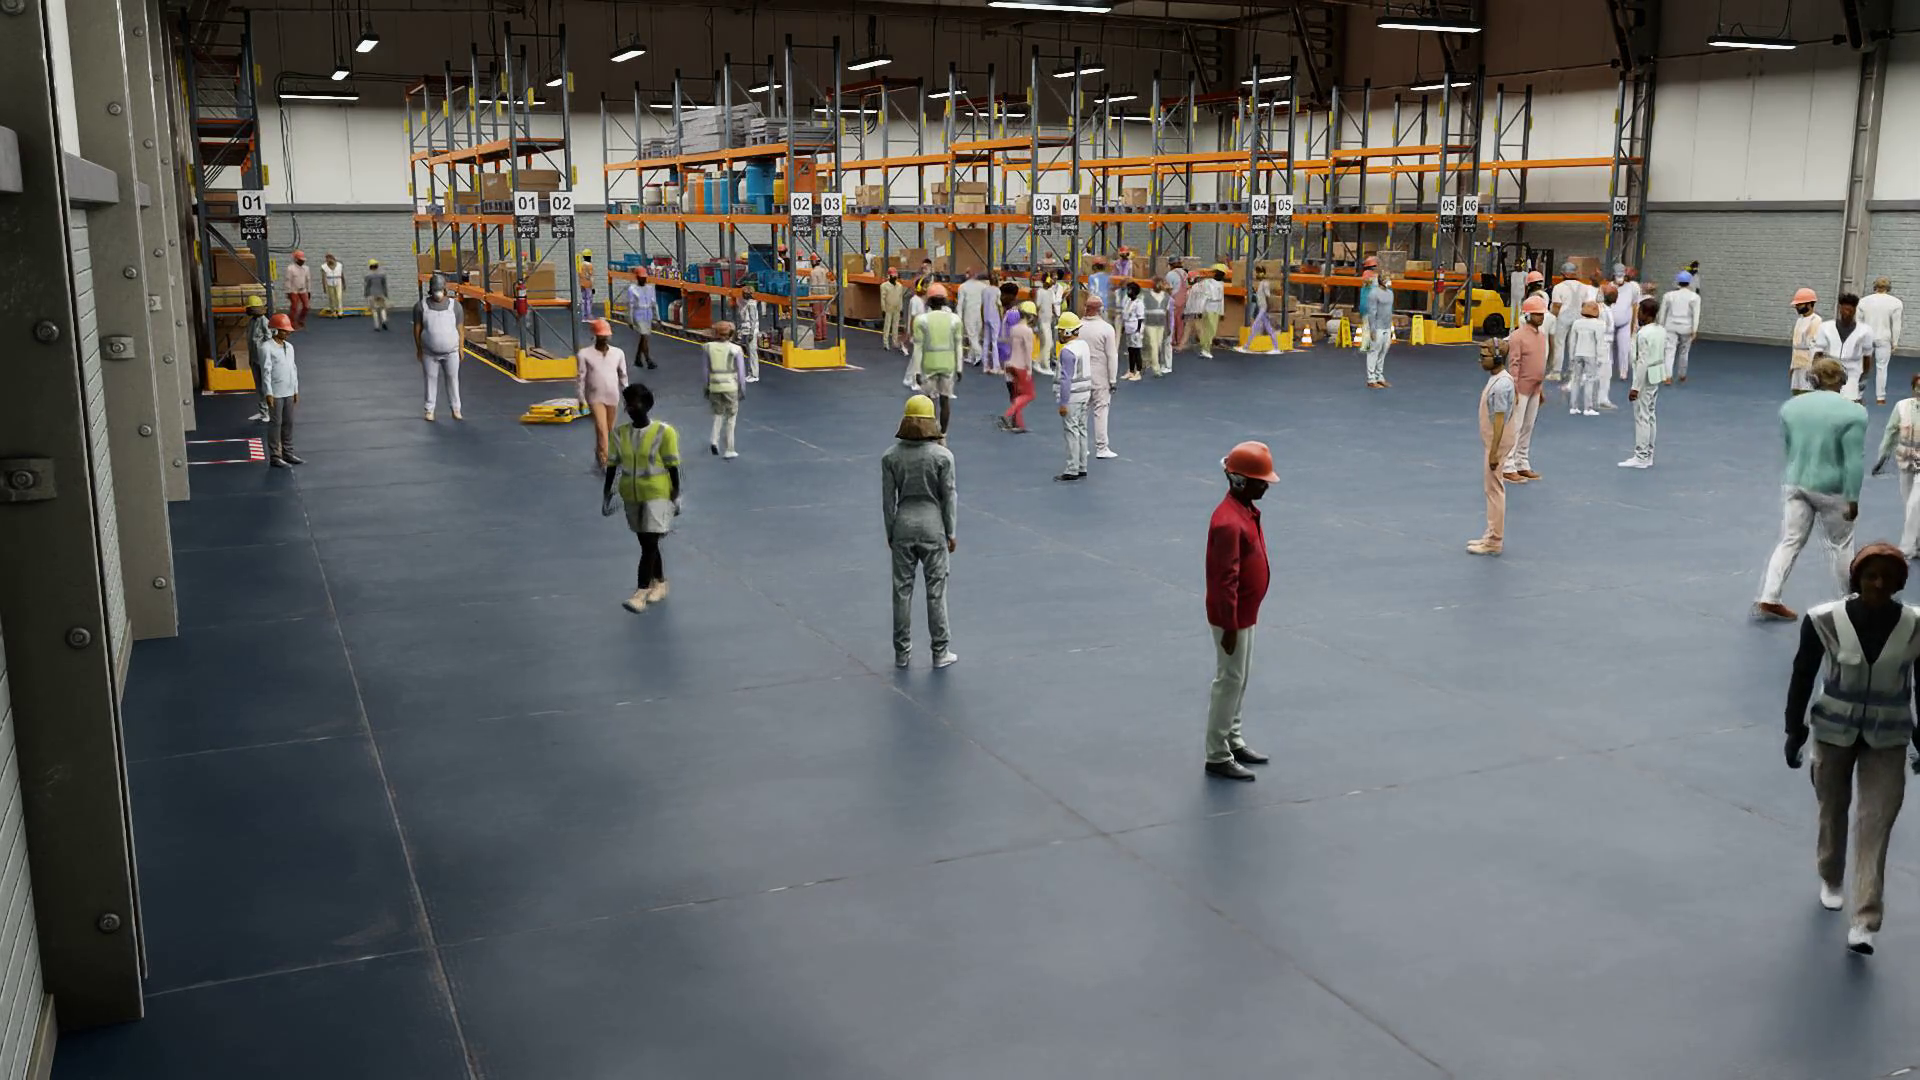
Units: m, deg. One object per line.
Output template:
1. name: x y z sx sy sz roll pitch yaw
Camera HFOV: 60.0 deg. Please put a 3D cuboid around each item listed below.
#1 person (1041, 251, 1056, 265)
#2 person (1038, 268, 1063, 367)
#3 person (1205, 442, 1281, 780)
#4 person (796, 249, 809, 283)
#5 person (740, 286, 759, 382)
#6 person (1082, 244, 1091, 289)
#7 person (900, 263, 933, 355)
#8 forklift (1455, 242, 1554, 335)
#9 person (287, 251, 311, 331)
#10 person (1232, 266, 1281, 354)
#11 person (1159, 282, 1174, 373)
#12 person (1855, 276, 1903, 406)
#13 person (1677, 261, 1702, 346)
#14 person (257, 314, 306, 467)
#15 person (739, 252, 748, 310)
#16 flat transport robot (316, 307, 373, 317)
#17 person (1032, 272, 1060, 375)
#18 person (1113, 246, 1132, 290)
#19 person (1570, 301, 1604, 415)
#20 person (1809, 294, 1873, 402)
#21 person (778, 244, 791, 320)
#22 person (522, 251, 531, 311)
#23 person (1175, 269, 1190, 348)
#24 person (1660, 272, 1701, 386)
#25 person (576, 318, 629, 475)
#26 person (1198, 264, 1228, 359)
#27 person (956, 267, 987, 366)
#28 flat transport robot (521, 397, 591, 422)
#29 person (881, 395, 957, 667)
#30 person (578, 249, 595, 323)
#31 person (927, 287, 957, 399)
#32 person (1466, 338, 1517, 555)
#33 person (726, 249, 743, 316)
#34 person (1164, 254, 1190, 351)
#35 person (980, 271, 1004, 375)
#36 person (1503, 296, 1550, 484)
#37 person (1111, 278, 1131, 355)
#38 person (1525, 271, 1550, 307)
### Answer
1. person: 2.908 -8.627 54.402 0.523 1.638 0.310 1 11 6
2. person: 1.696 -4.177 31.258 0.571 1.843 0.373 -8 14 -36
3. person: 1.437 0.357 8.495 0.353 1.737 0.575 4 12 18
4. person: -5.019 -8.275 52.352 0.578 1.738 0.354 -3 11 -14
5. person: -3.591 -3.522 28.454 0.306 1.639 0.523 -3 12 -15
6. person: 4.168 -8.714 54.255 0.357 1.879 0.567 7 13 31
7. person: -0.775 -4.628 33.481 0.814 1.879 0.644 6 13 28
8. forklift: 13.047 -6.049 39.881 2.313 2.155 1.214 -5 12 -23
9. person: -16.161 -6.070 40.635 0.645 1.945 0.656 8 14 36
10. person: 6.101 -4.672 33.883 1.022 1.801 0.566 0 11 2
11. person: 3.717 -3.839 30.090 0.313 1.634 0.514 -3 11 -13
12. person: 13.770 -2.986 25.005 0.625 1.930 0.380 9 14 38
13. person: 15.829 -5.121 36.085 0.549 1.836 0.830 -3 12 -15
14. person: -7.716 -1.701 18.948 0.352 1.741 0.569 3 11 14
15. person: -6.118 -7.299 47.354 0.342 1.756 0.518 1 11 6
16. flat transport robot: -17.177 -6.380 46.468 0.652 0.197 1.431 9 15 40
17. person: 1.523 -3.888 29.823 0.649 1.831 0.499 6 13 28
18. person: 4.188 -6.488 42.492 0.605 2.045 0.379 4 12 19
19. person: 8.958 -2.600 23.779 0.268 1.632 0.507 -7 13 -33
20. person: 10.510 -1.970 19.871 0.610 1.912 1.012 8 14 35
21. person: -4.768 -6.934 44.766 0.374 2.043 0.611 6 12 26
22. person: -12.885 -7.655 49.160 0.333 1.753 0.562 -5 12 -25
23. person: 4.752 -4.933 35.506 0.320 1.687 0.537 -2 11 -10
24. person: 12.072 -3.545 27.923 0.610 1.907 0.998 6 13 28
25. person: -3.985 -1.607 18.507 0.579 1.728 0.795 -7 13 -32
26. person: 5.029 -4.528 32.964 0.554 1.874 0.661 11 15 43
27. person: 0.276 -4.259 31.668 0.660 1.861 0.954 -6 13 -30
28. flat transport robot: -5.572 -1.840 23.395 0.652 0.197 1.431 2 11 10
29. person: -0.249 -0.053 10.569 0.485 1.740 0.303 2 11 12
30. person: -9.771 -6.653 43.630 0.585 1.929 0.370 10 15 41
31. person: -0.287 -3.066 25.865 0.487 1.746 0.288 8 13 34
32. person: 4.511 -0.789 14.065 0.348 1.839 0.504 3 12 15
33. person: -6.377 -7.234 46.720 0.833 1.880 0.657 8 14 37
34. person: 4.462 -4.961 34.743 0.687 2.000 0.535 -11 15 -43
35. person: 0.589 -3.878 29.739 0.513 1.844 0.328 11 15 43
36. person: 6.085 -1.612 17.838 0.609 1.996 0.383 -9 14 -39
37. person: 3.284 -4.487 33.509 0.550 1.578 0.836 6 13 27
38. person: 9.370 -3.410 27.150 0.382 1.927 0.542 9 14 39
